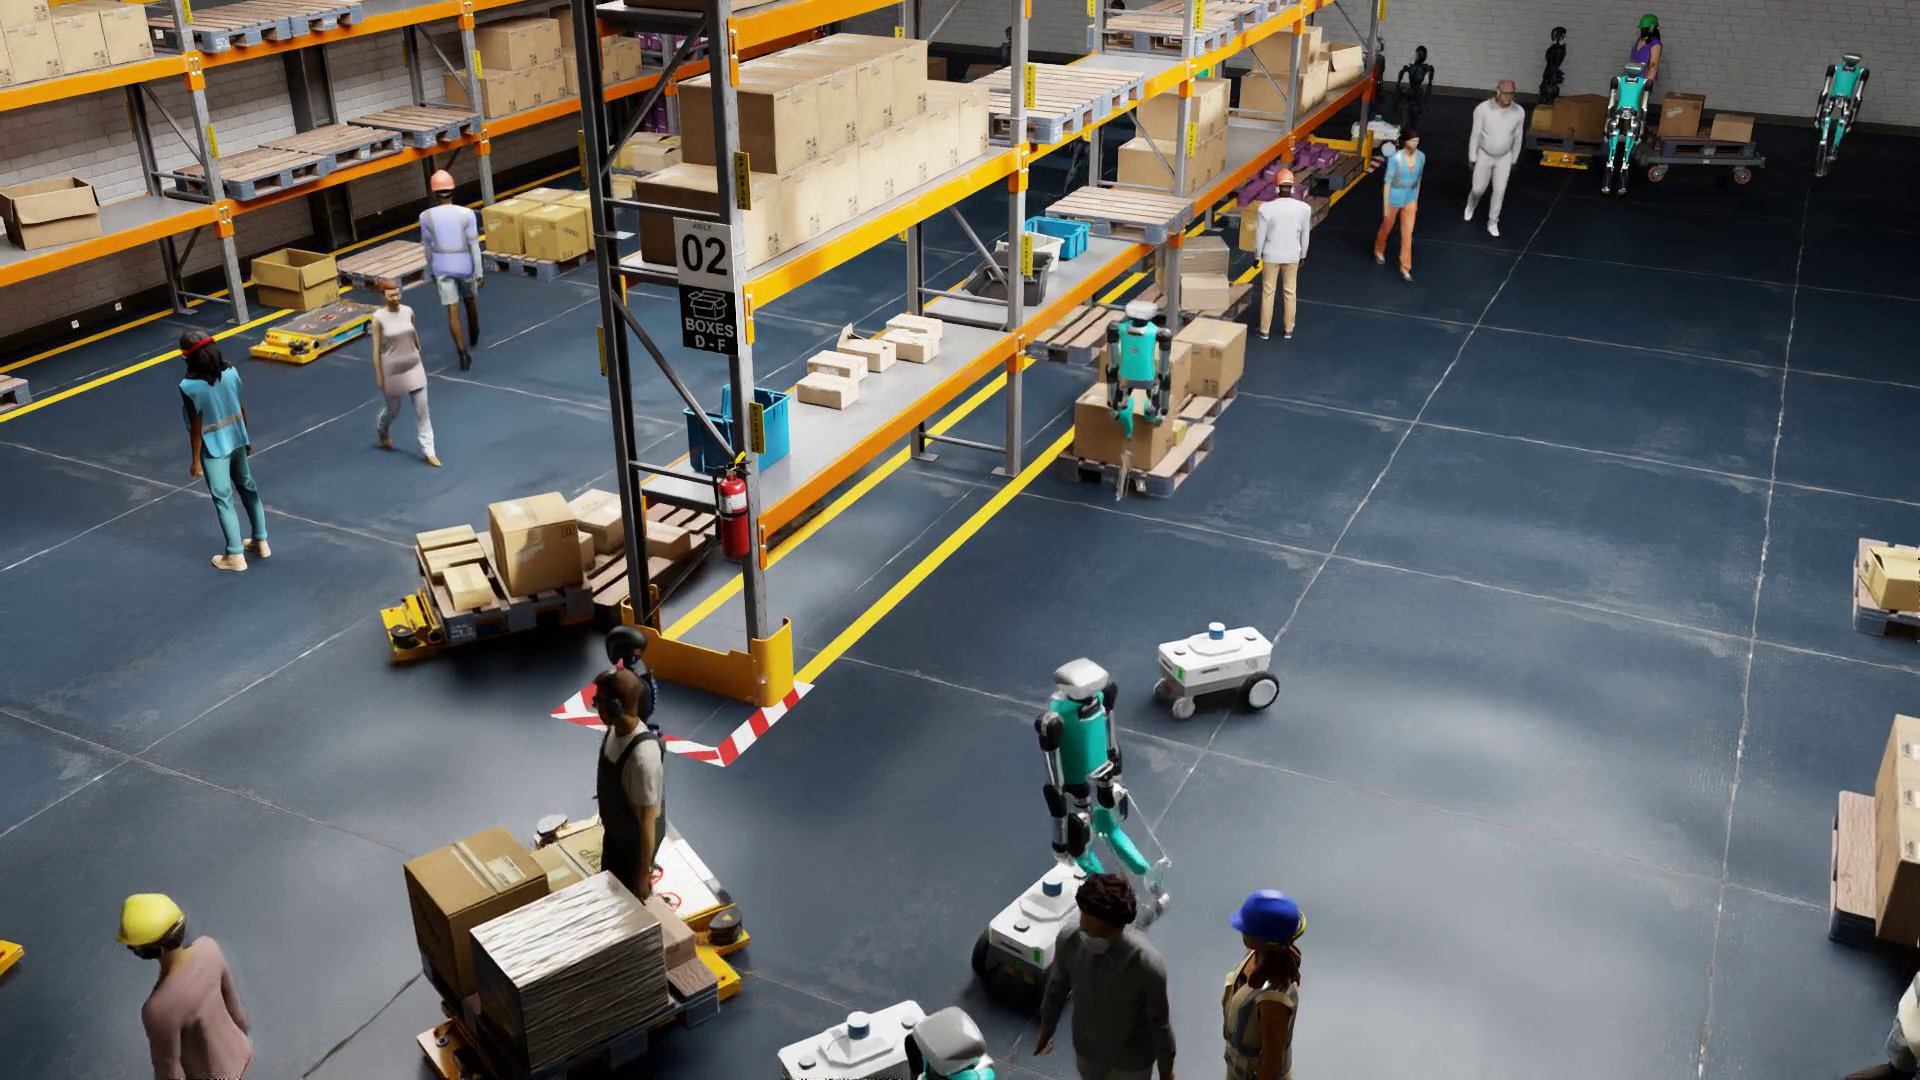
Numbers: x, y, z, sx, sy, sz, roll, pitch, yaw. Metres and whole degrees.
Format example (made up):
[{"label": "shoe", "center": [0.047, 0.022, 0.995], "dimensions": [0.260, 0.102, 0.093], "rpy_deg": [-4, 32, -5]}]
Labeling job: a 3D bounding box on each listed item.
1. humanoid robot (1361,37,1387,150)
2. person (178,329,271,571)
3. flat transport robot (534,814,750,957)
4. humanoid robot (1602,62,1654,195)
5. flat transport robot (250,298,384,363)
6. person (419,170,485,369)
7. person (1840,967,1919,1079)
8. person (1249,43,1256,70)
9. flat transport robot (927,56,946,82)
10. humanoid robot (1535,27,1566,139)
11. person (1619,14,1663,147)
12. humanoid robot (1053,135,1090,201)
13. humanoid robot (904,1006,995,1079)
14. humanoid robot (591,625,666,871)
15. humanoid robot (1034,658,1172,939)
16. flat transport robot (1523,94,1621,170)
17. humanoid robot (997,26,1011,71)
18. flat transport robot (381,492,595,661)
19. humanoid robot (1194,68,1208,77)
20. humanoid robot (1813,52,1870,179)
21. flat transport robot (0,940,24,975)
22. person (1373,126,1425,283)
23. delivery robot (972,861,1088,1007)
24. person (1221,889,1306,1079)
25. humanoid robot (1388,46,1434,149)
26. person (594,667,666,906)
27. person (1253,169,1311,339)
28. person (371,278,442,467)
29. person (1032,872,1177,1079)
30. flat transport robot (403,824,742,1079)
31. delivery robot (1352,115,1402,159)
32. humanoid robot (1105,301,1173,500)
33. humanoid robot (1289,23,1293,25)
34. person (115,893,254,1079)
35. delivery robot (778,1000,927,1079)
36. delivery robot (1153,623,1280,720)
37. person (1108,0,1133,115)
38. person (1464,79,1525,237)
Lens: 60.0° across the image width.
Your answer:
[{"label": "humanoid robot", "center": [6.053, -6.531, 24.386], "dimensions": [0.365, 1.643, 0.585], "rpy_deg": [16, 30, 29]}, {"label": "person", "center": [-5.467, -0.669, 12.328], "dimensions": [0.392, 1.869, 0.514], "rpy_deg": [12, 29, 23]}, {"label": "flat transport robot", "center": [-1.751, 1.861, 9.018], "dimensions": [0.659, 0.231, 1.431], "rpy_deg": [-16, 30, -29]}, {"label": "humanoid robot", "center": [8.675, -5.348, 21.775], "dimensions": [0.533, 1.677, 0.735], "rpy_deg": [12, 29, 22]}, {"label": "flat transport robot", "center": [-6.554, -2.163, 17.147], "dimensions": [0.659, 0.231, 1.431], "rpy_deg": [10, 28, 19]}, {"label": "person", "center": [-5.001, -2.707, 16.437], "dimensions": [0.545, 1.870, 1.000], "rpy_deg": [-7, 27, -14]}, {"label": "person", "center": [4.087, 2.062, 7.038], "dimensions": [0.797, 1.667, 0.535], "rpy_deg": [9, 28, 17]}, {"label": "person", "center": [4.767, -7.652, 26.428], "dimensions": [0.391, 1.874, 0.565], "rpy_deg": [4, 27, 8]}, {"label": "flat transport robot", "center": [-0.903, -6.871, 26.656], "dimensions": [0.659, 0.231, 1.431], "rpy_deg": [12, 29, 24]}, {"label": "humanoid robot", "center": [8.910, -6.898, 25.121], "dimensions": [0.358, 1.653, 0.589], "rpy_deg": [2, 26, 3]}, {"label": "person", "center": [10.108, -6.817, 24.684], "dimensions": [0.417, 1.925, 0.532], "rpy_deg": [-6, 27, -13]}, {"label": "humanoid robot", "center": [1.614, -5.201, 21.740], "dimensions": [0.754, 1.627, 0.598], "rpy_deg": [-19, 32, -33]}, {"label": "humanoid robot", "center": [-0.206, 2.539, 5.990], "dimensions": [0.739, 1.791, 0.540], "rpy_deg": [-18, 31, -32]}, {"label": "humanoid robot", "center": [-1.698, 1.205, 8.785], "dimensions": [0.494, 1.643, 0.604], "rpy_deg": [2, 26, 3]}, {"label": "humanoid robot", "center": [0.774, 1.463, 8.164], "dimensions": [0.762, 1.767, 0.562], "rpy_deg": [22, 34, 37]}, {"label": "flat transport robot", "center": [8.878, -5.643, 24.176], "dimensions": [0.659, 0.231, 1.431], "rpy_deg": [12, 29, 23]}, {"label": "humanoid robot", "center": [0.684, -6.958, 25.250], "dimensions": [0.401, 1.632, 0.590], "rpy_deg": [-3, 27, -6]}, {"label": "flat transport robot", "center": [-3.321, 0.488, 11.792], "dimensions": [1.431, 0.231, 0.659], "rpy_deg": [-12, 29, -23]}, {"label": "humanoid robot", "center": [3.641, -6.332, 23.966], "dimensions": [0.921, 1.804, 0.559], "rpy_deg": [-23, 35, -38]}, {"label": "humanoid robot", "center": [11.963, -5.704, 22.725], "dimensions": [0.554, 1.777, 1.047], "rpy_deg": [13, 29, 24]}, {"label": "flat transport robot", "center": [-5.375, 2.333, 8.065], "dimensions": [0.659, 0.231, 1.431], "rpy_deg": [8, 28, 16]}, {"label": "person", "center": [5.018, -3.897, 19.020], "dimensions": [0.496, 1.717, 0.928], "rpy_deg": [-4, 27, -7]}, {"label": "delivery robot", "center": [0.444, 1.973, 8.470], "dimensions": [0.511, 0.595, 0.766], "rpy_deg": [19, 32, 34]}, {"label": "person", "center": [1.190, 2.138, 6.755], "dimensions": [0.305, 1.781, 0.462], "rpy_deg": [1, 26, 2]}, {"label": "humanoid robot", "center": [6.503, -6.319, 24.000], "dimensions": [0.610, 1.613, 0.704], "rpy_deg": [-4, 27, -9]}, {"label": "person", "center": [-1.626, 1.489, 8.052], "dimensions": [0.585, 1.800, 0.596], "rpy_deg": [-19, 32, -33]}, {"label": "person", "center": [3.273, -2.920, 17.012], "dimensions": [0.562, 1.742, 0.335], "rpy_deg": [-1, 26, -2]}, {"label": "person", "center": [-4.797, -1.456, 14.181], "dimensions": [0.449, 1.636, 0.740], "rpy_deg": [-24, 35, -39]}, {"label": "person", "center": [0.607, 2.060, 6.849], "dimensions": [0.603, 1.848, 0.886], "rpy_deg": [15, 30, 28]}, {"label": "flat transport robot", "center": [-1.856, 2.283, 8.166], "dimensions": [1.431, 0.231, 0.659], "rpy_deg": [-20, 32, -34]}, {"label": "delivery robot", "center": [6.118, -5.937, 24.438], "dimensions": [0.765, 0.586, 0.499], "rpy_deg": [11, 28, 20]}, {"label": "humanoid robot", "center": [1.488, -1.139, 13.456], "dimensions": [0.548, 1.797, 0.773], "rpy_deg": [10, 28, 19]}, {"label": "humanoid robot", "center": [4.623, -6.825, 25.033], "dimensions": [0.707, 1.889, 0.537], "rpy_deg": [10, 28, 20]}, {"label": "person", "center": [-2.983, 2.158, 6.757], "dimensions": [0.598, 1.735, 0.537], "rpy_deg": [-1, 26, -2]}, {"label": "delivery robot", "center": [-0.455, 2.407, 7.580], "dimensions": [0.768, 0.583, 0.499], "rpy_deg": [-14, 30, -26]}, {"label": "delivery robot", "center": [1.668, 0.826, 10.809], "dimensions": [0.817, 0.614, 0.499], "rpy_deg": [-10, 28, -19]}, {"label": "person", "center": [2.541, -7.789, 26.835], "dimensions": [0.505, 1.779, 1.037], "rpy_deg": [-7, 27, -14]}, {"label": "person", "center": [6.589, -4.745, 20.539], "dimensions": [0.654, 1.883, 0.631], "rpy_deg": [1, 26, 3]}]
